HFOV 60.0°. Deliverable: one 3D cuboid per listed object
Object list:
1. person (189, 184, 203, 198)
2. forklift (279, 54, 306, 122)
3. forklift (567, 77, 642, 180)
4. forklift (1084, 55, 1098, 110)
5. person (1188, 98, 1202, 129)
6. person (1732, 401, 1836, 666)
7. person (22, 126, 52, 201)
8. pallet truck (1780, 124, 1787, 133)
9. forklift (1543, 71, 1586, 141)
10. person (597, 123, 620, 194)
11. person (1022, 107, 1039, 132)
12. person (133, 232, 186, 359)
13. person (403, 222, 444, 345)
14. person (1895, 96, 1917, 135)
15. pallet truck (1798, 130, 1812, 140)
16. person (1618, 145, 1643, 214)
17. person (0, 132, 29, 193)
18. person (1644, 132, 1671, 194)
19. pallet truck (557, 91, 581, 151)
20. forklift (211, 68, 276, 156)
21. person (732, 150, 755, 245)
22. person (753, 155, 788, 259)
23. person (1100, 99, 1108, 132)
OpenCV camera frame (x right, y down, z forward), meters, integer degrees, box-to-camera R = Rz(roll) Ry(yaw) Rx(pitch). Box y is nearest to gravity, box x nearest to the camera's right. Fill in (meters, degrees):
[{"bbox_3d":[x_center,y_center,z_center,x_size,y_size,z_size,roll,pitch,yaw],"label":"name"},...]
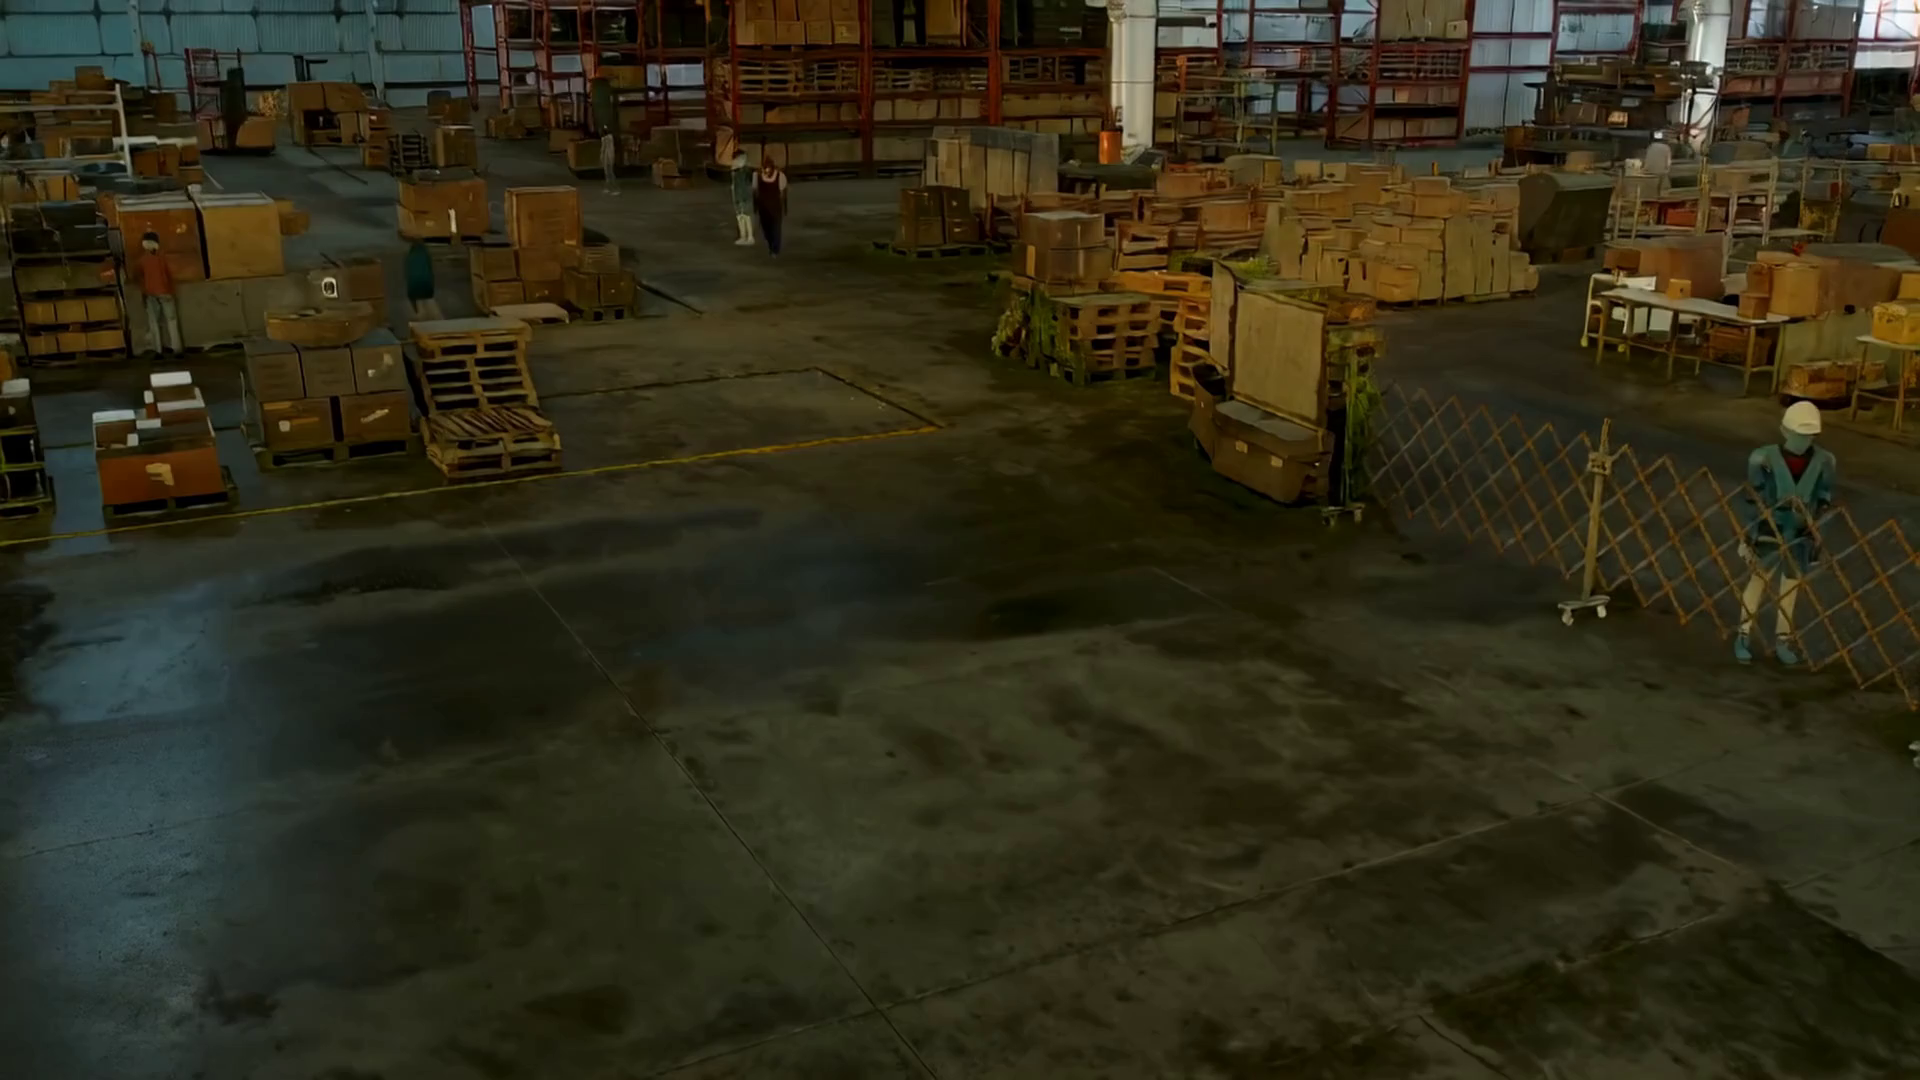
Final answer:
[{"bbox_3d":[-13.210,-5.275,28.995,0.988,1.818,0.517,8,19,23],"label":"person"},{"bbox_3d":[-27.992,-19.202,70.697,1.873,2.768,1.129,-9,20,-26],"label":"forklift"},{"bbox_3d":[-10.286,-11.830,47.714,1.873,2.768,1.129,-9,20,-26],"label":"forklift"},{"bbox_3d":[5.407,-18.925,69.833,1.873,2.768,1.129,-9,20,-26],"label":"forklift"},{"bbox_3d":[8.796,-15.867,62.340,0.516,1.611,0.555,-1,18,-2],"label":"person"},{"bbox_3d":[6.094,-0.038,12.316,0.606,2.034,0.397,3,18,9],"label":"person"},{"bbox_3d":[-22.801,-9.224,41.065,0.362,1.962,0.613,8,19,24],"label":"person"},{"bbox_3d":[25.206,-12.542,52.601,1.601,1.201,0.680,0,18,-2],"label":"pallet truck"},{"bbox_3d":[18.685,-13.231,52.085,1.873,2.768,1.129,-9,20,-26],"label":"forklift"},{"bbox_3d":[-9.343,-10.054,43.852,0.734,1.836,0.549,4,18,11],"label":"person"},{"bbox_3d":[2.261,-13.088,53.542,0.539,1.696,0.318,6,19,18],"label":"person"},{"bbox_3d":[-11.214,-3.415,23.275,0.523,1.769,0.317,-4,18,-12],"label":"person"},{"bbox_3d":[-7.354,-3.360,22.757,0.431,1.977,0.642,3,18,8],"label":"person"},{"bbox_3d":[31.159,-13.651,54.906,0.620,1.934,1.012,7,19,21],"label":"person"},{"bbox_3d":[25.526,-11.556,49.408,1.630,1.274,0.653,-9,20,-26],"label":"pallet truck"},{"bbox_3d":[15.645,-8.382,38.893,0.381,1.679,0.547,-9,20,-27],"label":"person"},{"bbox_3d":[-25.283,-10.143,44.107,0.616,1.872,0.958,6,19,19],"label":"person"},{"bbox_3d":[17.072,-9.051,40.756,0.588,1.823,0.403,6,19,17],"label":"person"},{"bbox_3d":[-13.495,-14.412,57.188,0.823,1.965,1.885,-3,18,-9],"label":"pallet truck"},{"bbox_3d":[-23.898,-14.202,55.110,1.873,2.768,1.129,-4,18,-11],"label":"forklift"},{"bbox_3d":[-4.529,-7.100,34.515,0.388,1.926,0.543,12,22,34],"label":"person"},{"bbox_3d":[-3.730,-6.622,32.834,0.698,2.000,0.808,2,18,5],"label":"person"},{"bbox_3d":[4.919,-13.934,55.946,0.429,1.846,0.625,14,22,36],"label":"person"}]
